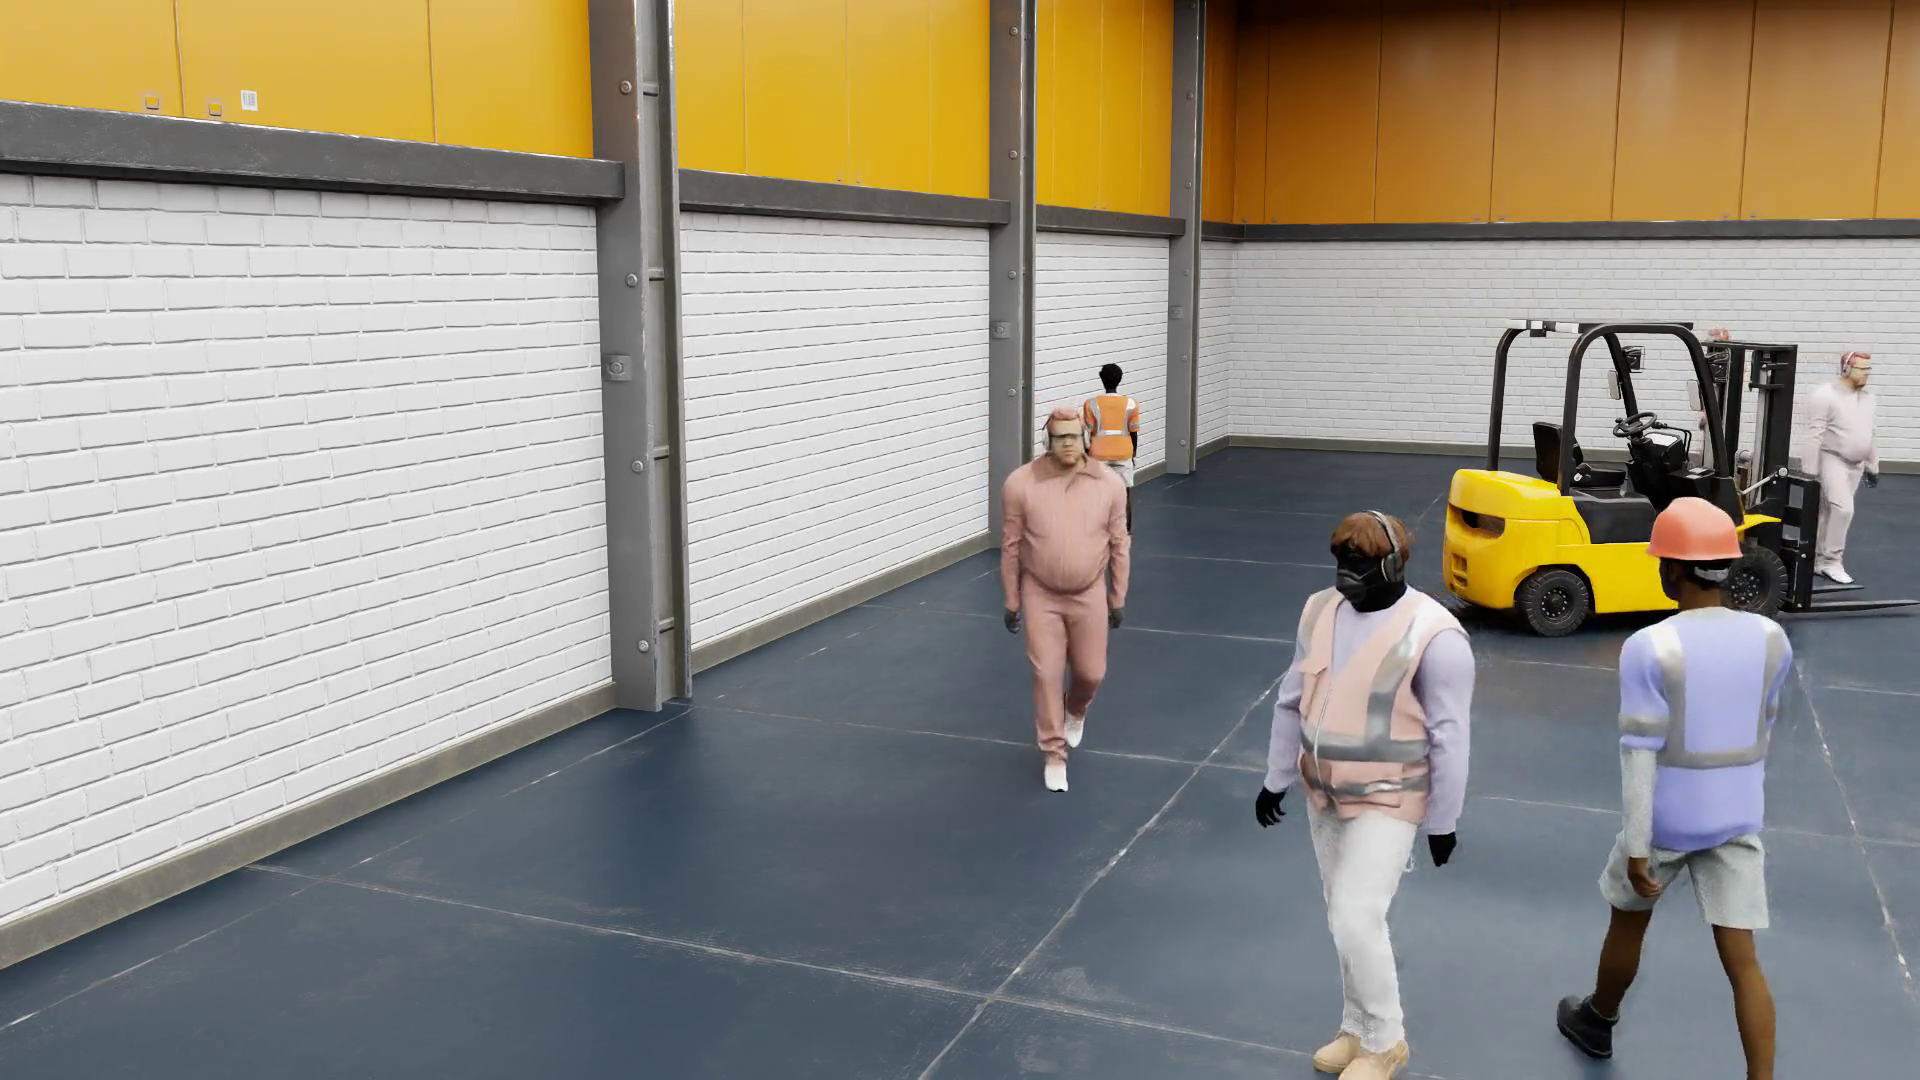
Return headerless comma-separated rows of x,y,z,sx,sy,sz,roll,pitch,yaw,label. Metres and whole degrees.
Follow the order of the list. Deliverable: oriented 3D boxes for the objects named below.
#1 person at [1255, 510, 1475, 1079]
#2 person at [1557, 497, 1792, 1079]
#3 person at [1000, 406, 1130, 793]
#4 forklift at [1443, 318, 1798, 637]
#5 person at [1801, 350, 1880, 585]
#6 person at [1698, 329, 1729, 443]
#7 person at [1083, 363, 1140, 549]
1.232,0.810,5.187,0.508,1.821,0.629,-5,11,-28,person
2.197,0.811,5.017,0.544,1.885,0.997,-1,9,-6,person
0.518,0.261,8.336,0.650,1.887,0.709,-1,9,-3,person
4.706,-0.497,11.990,2.313,2.155,1.214,-2,10,-10,forklift
7.192,-0.588,13.461,0.669,1.883,0.675,-4,10,-23,person
8.298,-1.373,18.261,0.392,1.882,0.853,4,10,24,person
1.365,-0.752,15.065,0.531,1.691,0.321,-1,9,-5,person
